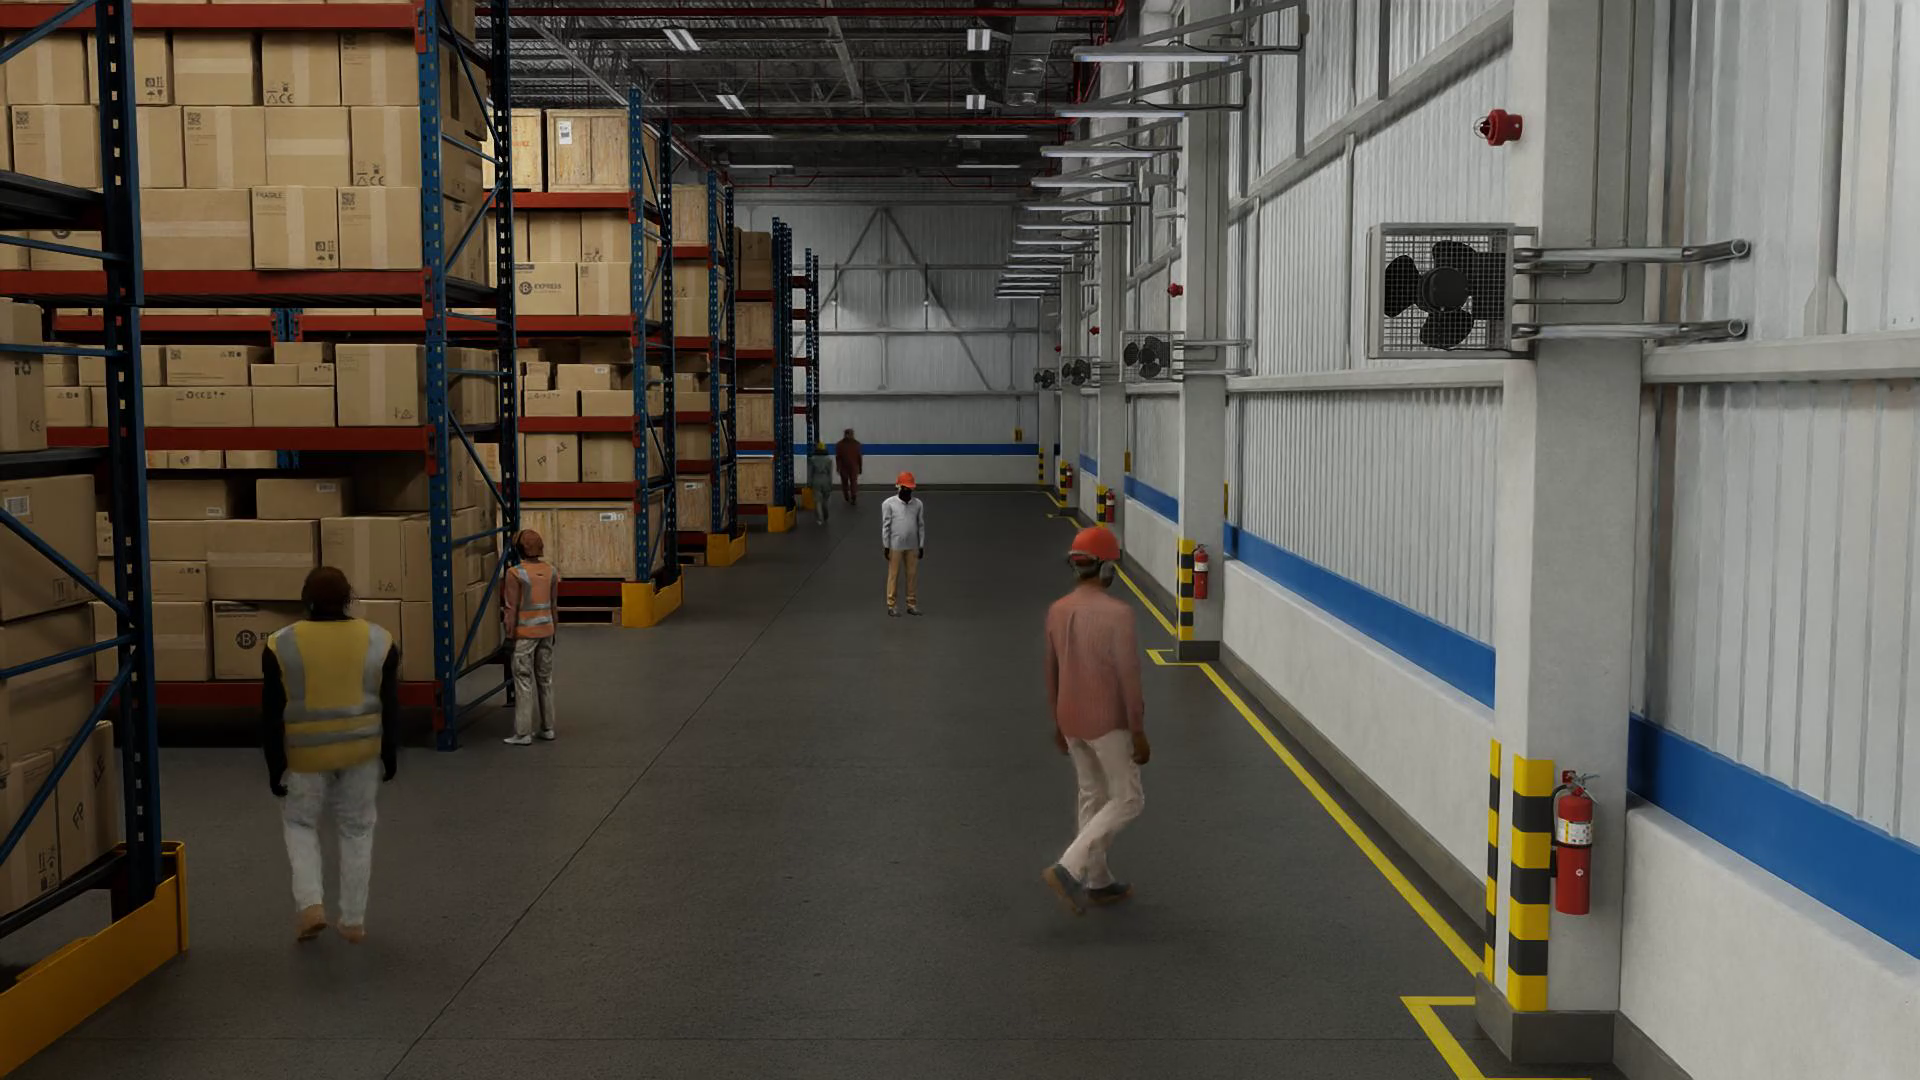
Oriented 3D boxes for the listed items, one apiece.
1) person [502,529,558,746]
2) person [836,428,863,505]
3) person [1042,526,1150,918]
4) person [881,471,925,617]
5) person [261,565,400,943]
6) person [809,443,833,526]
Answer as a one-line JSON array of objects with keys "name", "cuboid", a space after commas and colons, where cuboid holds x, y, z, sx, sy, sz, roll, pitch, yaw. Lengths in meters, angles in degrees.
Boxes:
[{"name": "person", "cuboid": [-3.240, 0.732, 12.586, 0.314, 1.632, 0.525, 3, 6, 29]}, {"name": "person", "cuboid": [-2.701, -1.807, 40.663, 0.667, 1.891, 0.650, 0, 5, 2]}, {"name": "person", "cuboid": [0.668, 0.918, 8.388, 0.679, 1.978, 0.663, -4, 6, -37]}, {"name": "person", "cuboid": [-0.663, 0.052, 19.864, 0.564, 1.743, 0.348, -3, 6, -28]}, {"name": "person", "cuboid": [-3.001, 1.035, 7.963, 0.633, 1.831, 0.433, -3, 6, -28]}, {"name": "person", "cuboid": [-2.847, -1.146, 34.063, 0.500, 1.701, 0.883, 0, 5, -2]}]
